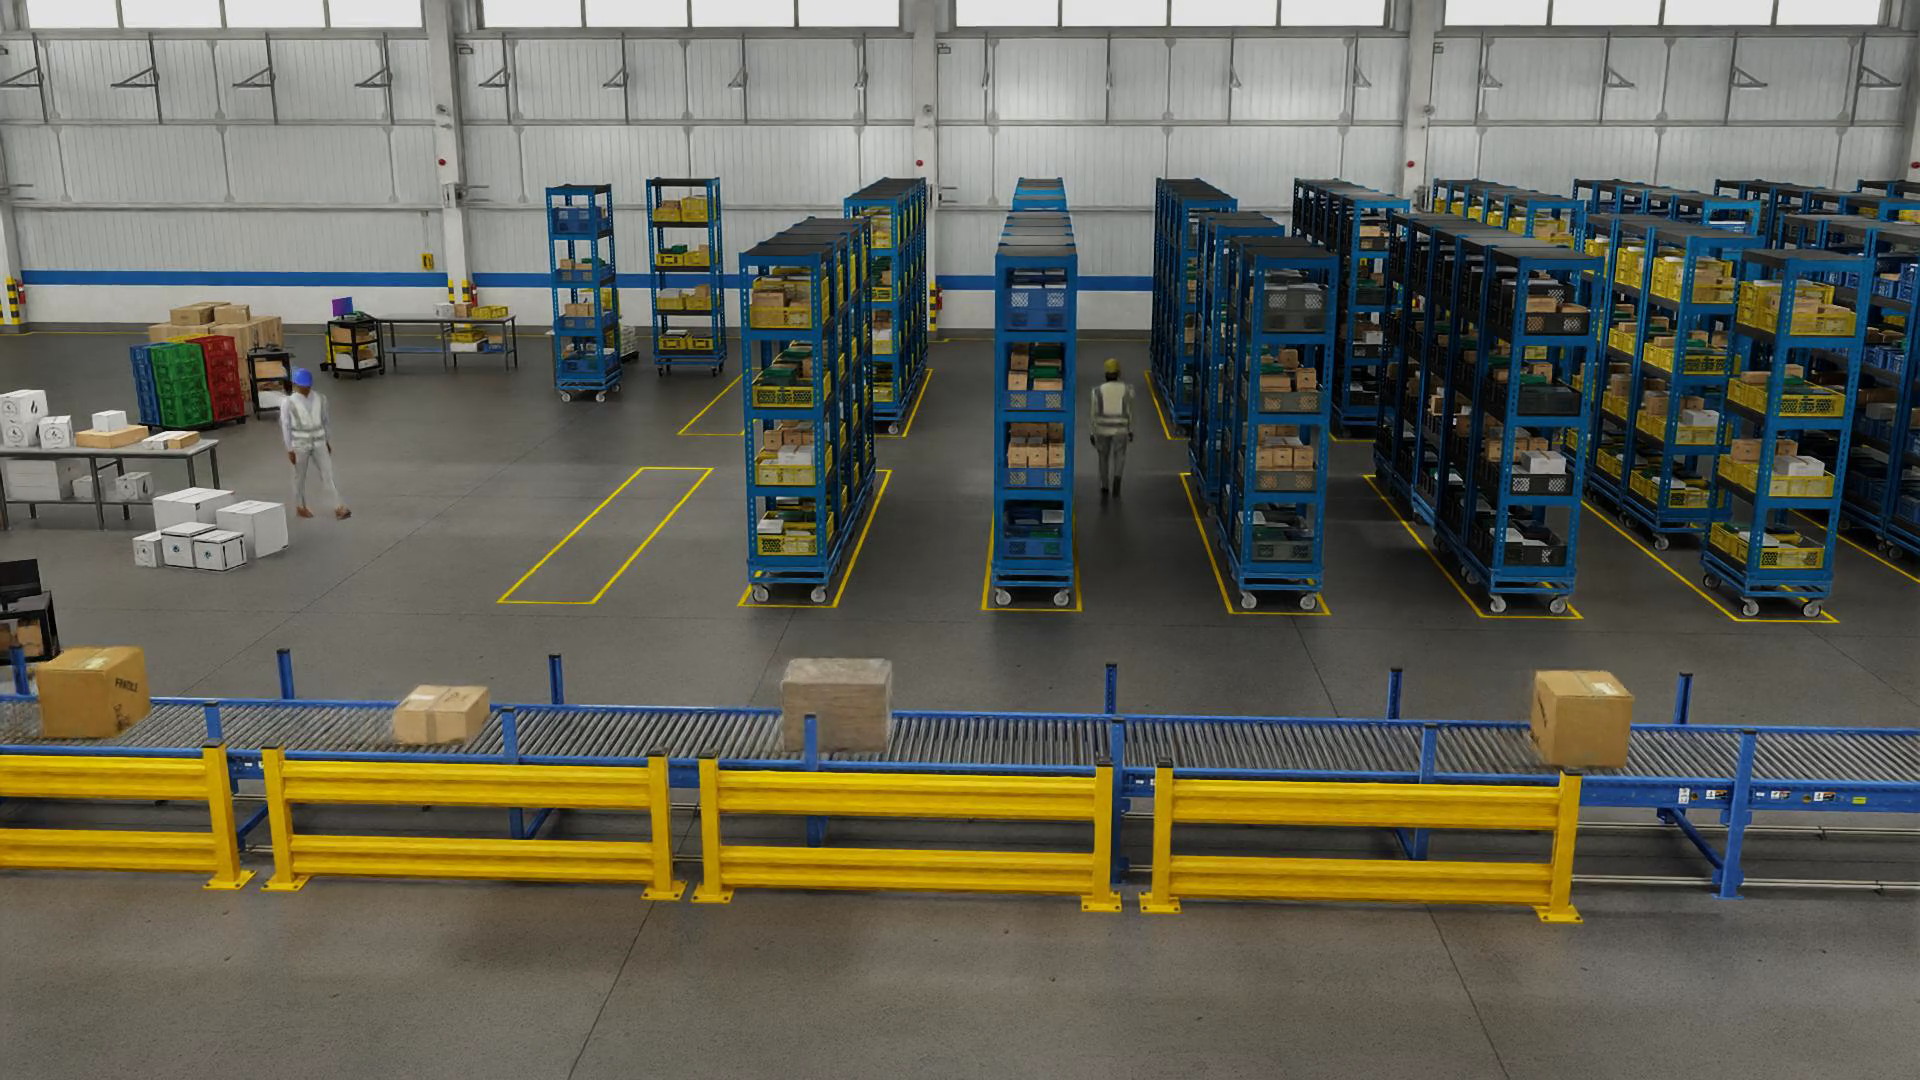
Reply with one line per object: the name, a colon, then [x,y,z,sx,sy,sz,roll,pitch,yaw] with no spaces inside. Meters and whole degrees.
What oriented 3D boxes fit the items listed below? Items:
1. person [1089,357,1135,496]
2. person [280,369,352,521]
person: [1.950,-1.437,21.425,0.603,1.813,0.502,1,15,5]
person: [-7.874,-1.139,20.195,0.997,1.882,0.637,14,21,42]
